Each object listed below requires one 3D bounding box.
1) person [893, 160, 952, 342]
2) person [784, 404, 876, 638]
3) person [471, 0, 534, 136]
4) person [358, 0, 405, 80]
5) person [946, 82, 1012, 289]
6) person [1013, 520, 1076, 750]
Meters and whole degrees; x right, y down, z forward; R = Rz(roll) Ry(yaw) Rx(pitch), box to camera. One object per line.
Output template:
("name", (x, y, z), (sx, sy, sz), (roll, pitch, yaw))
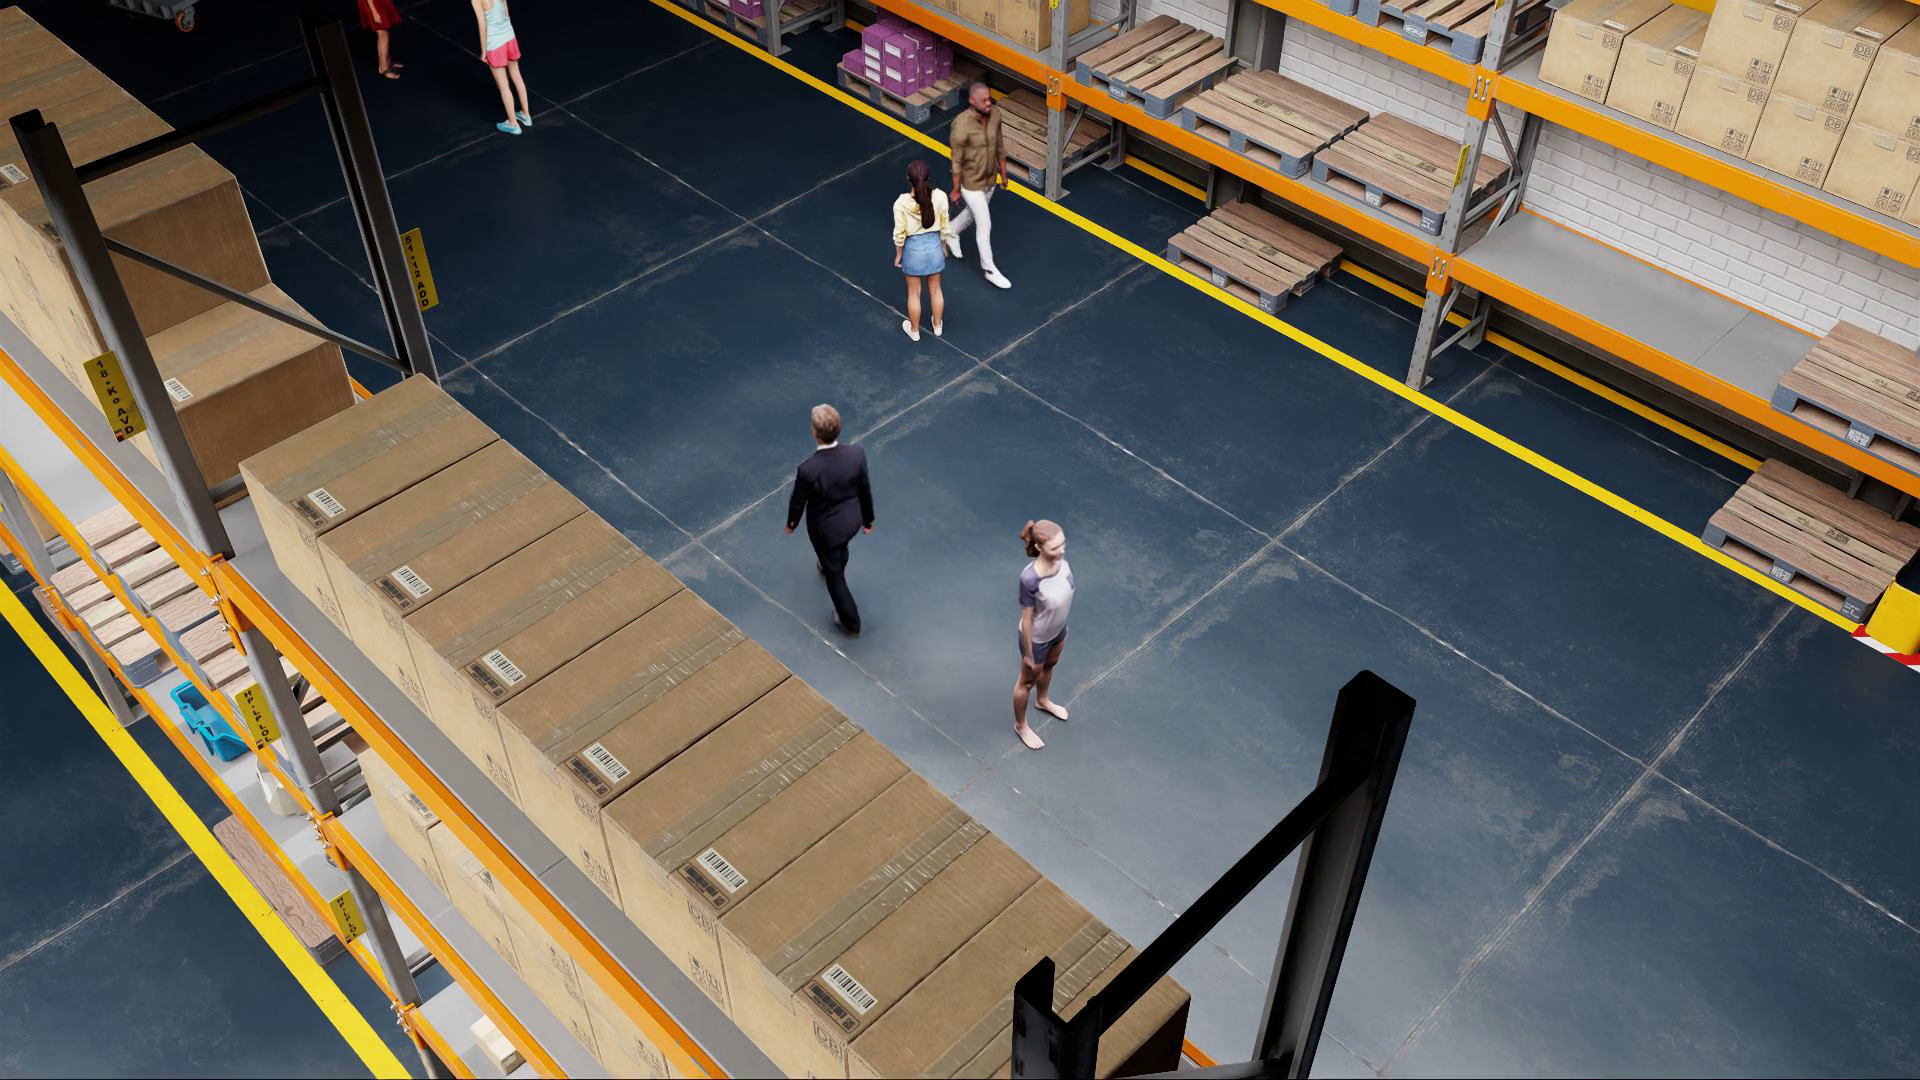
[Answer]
("person", (-0.309, -2.343, 13.481), (0.722, 1.631, 0.712), (-13, 45, -13))
("person", (-0.800, -0.077, 10.989), (0.815, 1.788, 1.047), (-26, 49, -25))
("person", (-4.402, -4.735, 15.894), (0.633, 1.765, 0.627), (24, 49, 23))
("person", (-5.902, -5.460, 16.799), (0.763, 1.567, 0.704), (-6, 44, -6))
("person", (0.095, -3.076, 14.127), (1.099, 1.802, 0.716), (34, 53, 31))
("person", (0.516, 0.550, 10.345), (0.595, 1.768, 0.606), (28, 50, 26))
